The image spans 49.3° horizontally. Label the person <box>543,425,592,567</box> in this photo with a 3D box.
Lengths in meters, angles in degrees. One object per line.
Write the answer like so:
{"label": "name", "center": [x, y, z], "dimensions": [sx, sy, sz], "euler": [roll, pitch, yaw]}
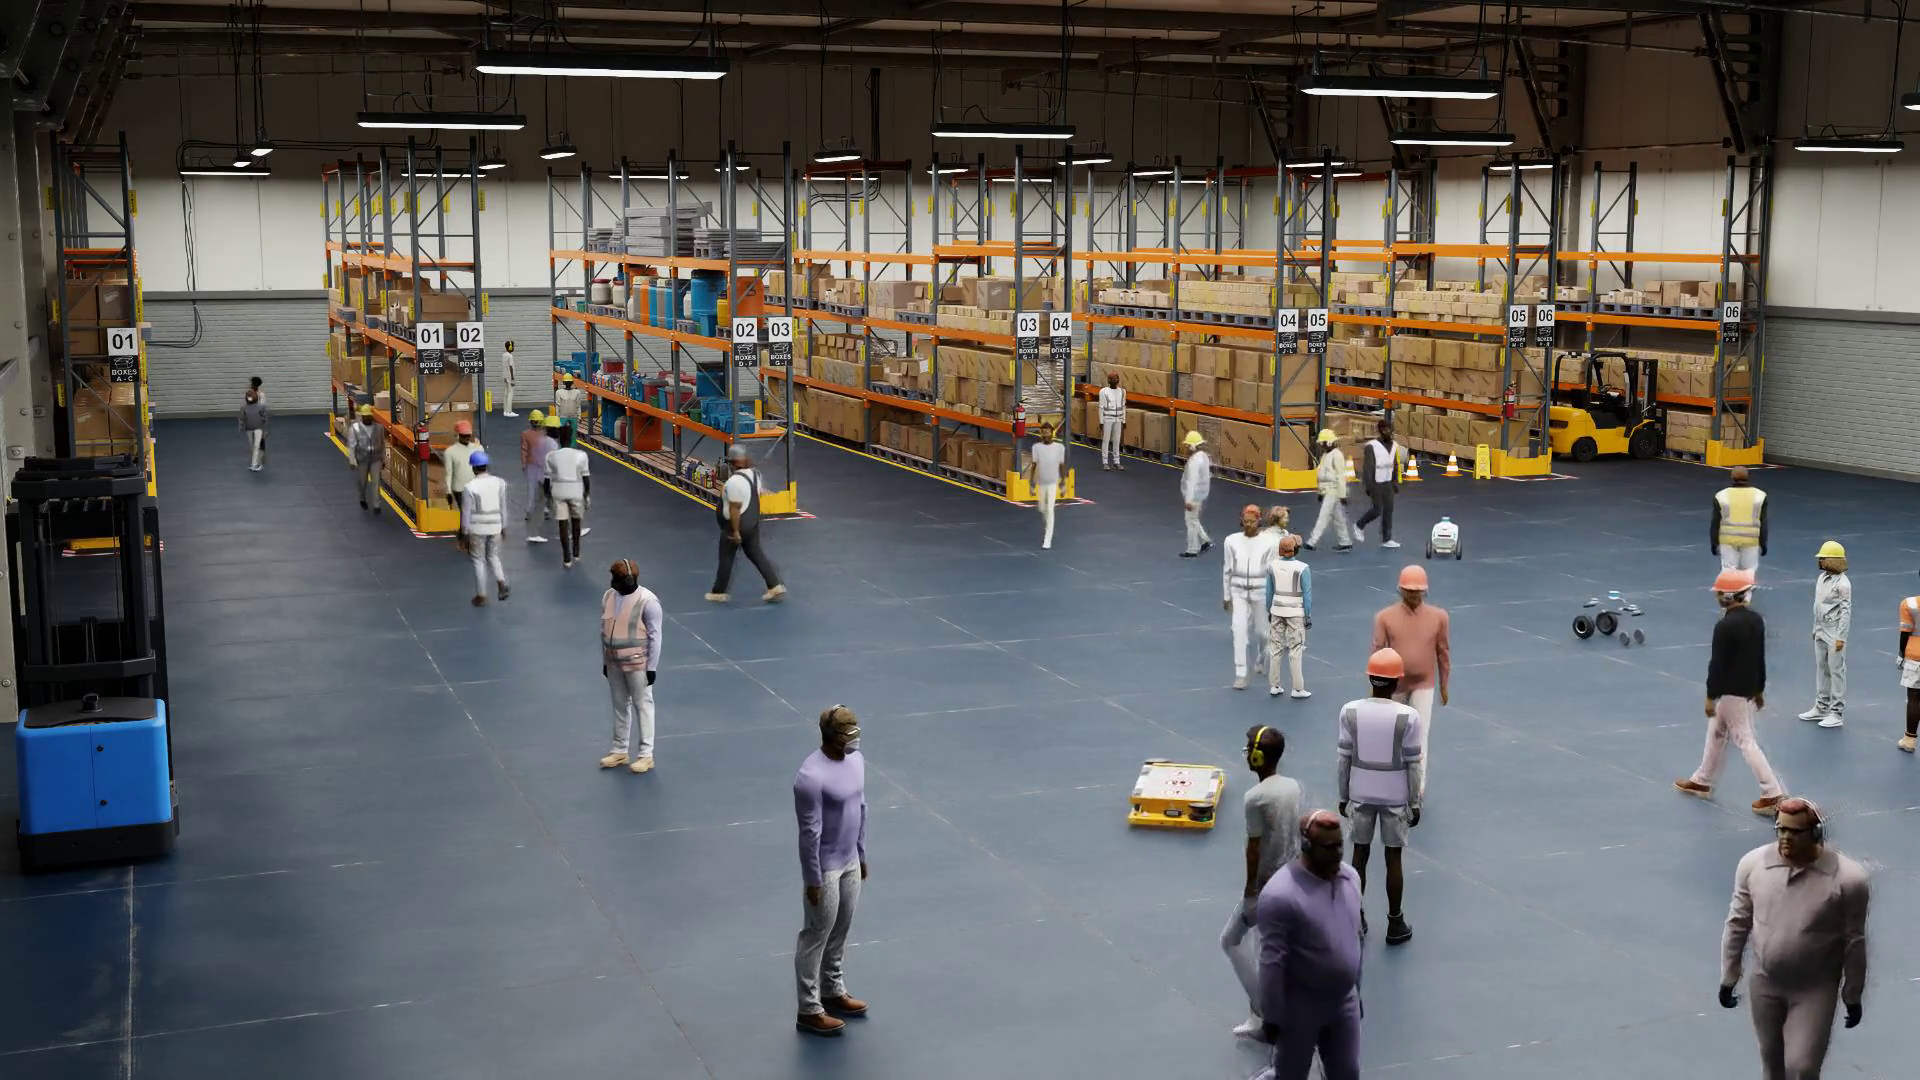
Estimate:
{"label": "person", "center": [-5.461, -0.633, 29.081], "dimensions": [0.641, 1.925, 0.871], "euler": [-2, 9, -14]}

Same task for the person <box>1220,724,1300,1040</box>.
{"label": "person", "center": [1.733, 1.971, 11.988], "dimensions": [0.472, 1.848, 0.568], "euler": [8, 12, 42]}

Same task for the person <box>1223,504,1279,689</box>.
{"label": "person", "center": [2.988, 0.548, 21.450], "dimensions": [0.591, 1.860, 0.842], "euler": [3, 9, 17]}

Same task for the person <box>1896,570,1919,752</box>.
{"label": "person", "center": [8.624, 1.046, 18.669], "dimensions": [0.529, 1.697, 0.321], "euler": [1, 9, 8]}

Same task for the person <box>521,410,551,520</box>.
{"label": "person", "center": [-6.741, -1.204, 33.456], "dimensions": [0.526, 1.765, 0.329], "euler": [-1, 9, -6]}

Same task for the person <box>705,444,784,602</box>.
{"label": "person", "center": [-2.687, -0.219, 26.110], "dimensions": [1.008, 2.000, 0.686], "euler": [4, 9, 25]}

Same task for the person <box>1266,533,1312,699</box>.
{"label": "person", "center": [3.266, 0.753, 20.813], "dimensions": [0.514, 1.642, 0.310], "euler": [7, 11, 40]}

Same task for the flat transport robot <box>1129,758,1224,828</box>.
{"label": "flat transport robot", "center": [1.763, 2.037, 16.940], "dimensions": [0.652, 0.197, 1.431], "euler": [2, 9, 10]}

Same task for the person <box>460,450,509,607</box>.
{"label": "person", "center": [-5.850, -0.140, 25.792], "dimensions": [0.631, 1.933, 0.494], "euler": [-8, 12, -43]}

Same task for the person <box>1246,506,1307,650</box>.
{"label": "person", "center": [3.444, 0.401, 23.292], "dimensions": [0.832, 1.601, 0.515], "euler": [8, 12, 44]}

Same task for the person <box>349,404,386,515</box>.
{"label": "person", "center": [-9.702, -1.344, 34.278], "dimensions": [0.602, 1.801, 0.852], "euler": [-4, 9, -25]}

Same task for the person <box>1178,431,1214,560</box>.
{"label": "person", "center": [3.284, -0.625, 29.385], "dimensions": [0.414, 1.822, 0.615], "euler": [4, 9, 24]}

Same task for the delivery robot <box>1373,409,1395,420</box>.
{"label": "delivery robot", "center": [9.837, -2.841, 48.210], "dimensions": [0.477, 0.478, 0.707], "euler": [-5, 10, -31]}

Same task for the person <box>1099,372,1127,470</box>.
{"label": "person", "center": [2.938, -2.288, 40.285], "dimensions": [0.584, 1.882, 0.347], "euler": [-4, 9, -23]}

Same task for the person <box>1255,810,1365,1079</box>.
{"label": "person", "center": [1.709, 2.220, 10.236], "dimensions": [0.663, 1.883, 0.824], "euler": [-6, 10, -34]}

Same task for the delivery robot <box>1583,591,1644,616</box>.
{"label": "delivery robot", "center": [7.415, 0.697, 23.759], "dimensions": [0.335, 0.223, 0.698], "euler": [-6, 10, -36]}

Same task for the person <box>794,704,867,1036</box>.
{"label": "person", "center": [-0.744, 1.899, 12.236], "dimensions": [0.375, 1.929, 0.625], "euler": [4, 9, 26]}

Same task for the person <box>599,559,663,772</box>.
{"label": "person", "center": [-2.853, 1.071, 18.042], "dimensions": [0.624, 1.841, 0.430], "euler": [6, 10, 34]}

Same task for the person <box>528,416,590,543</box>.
{"label": "person", "center": [-6.021, -0.905, 31.098], "dimensions": [0.975, 1.877, 0.606], "euler": [-6, 11, -37]}

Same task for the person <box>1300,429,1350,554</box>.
{"label": "person", "center": [5.217, -0.689, 29.975], "dimensions": [0.918, 1.776, 0.613], "euler": [-1, 9, -7]}

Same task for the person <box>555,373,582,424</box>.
{"label": "person", "center": [-7.787, -2.438, 41.674], "dimensions": [0.524, 1.769, 0.314], "euler": [-4, 9, -24]}

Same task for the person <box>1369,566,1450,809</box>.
{"label": "person", "center": [3.654, 1.169, 17.039], "dimensions": [0.646, 1.938, 1.050], "euler": [2, 9, 12]}

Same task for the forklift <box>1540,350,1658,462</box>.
{"label": "forklift", "center": [12.897, -2.725, 42.309], "dimensions": [2.313, 2.155, 1.214], "euler": [-3, 9, -21]}

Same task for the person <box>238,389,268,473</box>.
{"label": "person", "center": [-13.456, -2.073, 39.823], "dimensions": [0.524, 1.579, 0.869], "euler": [0, 9, 3]}

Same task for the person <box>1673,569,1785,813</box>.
{"label": "person", "center": [6.279, 1.200, 16.877], "dimensions": [0.626, 1.942, 1.029], "euler": [-8, 12, -43]}

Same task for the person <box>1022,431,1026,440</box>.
{"label": "person", "center": [1.312, -3.187, 46.262], "dimensions": [0.635, 1.884, 1.014], "euler": [-3, 9, -22]}

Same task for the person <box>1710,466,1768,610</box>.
{"label": "person", "center": [9.308, 0.024, 25.050], "dimensions": [0.658, 1.826, 0.451], "euler": [3, 9, 16]}

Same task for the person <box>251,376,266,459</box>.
{"label": "person", "center": [-14.237, -2.480, 42.294], "dimensions": [0.323, 1.671, 0.688], "euler": [-8, 12, -44]}

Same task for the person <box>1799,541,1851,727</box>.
{"label": "person", "center": [8.156, 0.874, 19.667], "dimensions": [0.311, 1.744, 0.486], "euler": [-1, 9, -7]}

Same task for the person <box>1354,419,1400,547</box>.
{"label": "person", "center": [6.120, -0.844, 30.638], "dimensions": [0.610, 1.893, 0.635], "euler": [-7, 11, -39]}

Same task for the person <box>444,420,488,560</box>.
{"label": "person", "center": [-7.024, -0.743, 29.728], "dimensions": [0.618, 1.966, 0.893], "euler": [-7, 11, -39]}

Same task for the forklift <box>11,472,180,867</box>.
{"label": "forklift", "center": [-6.630, 0.886, 15.957], "dimensions": [1.129, 2.768, 1.873], "euler": [-3, 9, -21]}

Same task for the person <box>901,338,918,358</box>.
{"label": "person", "center": [-1.123, -3.893, 50.615], "dimensions": [0.625, 2.015, 0.898], "euler": [1, 9, 6]}

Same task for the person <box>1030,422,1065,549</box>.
{"label": "person", "center": [1.297, -0.834, 30.750], "dimensions": [0.520, 1.848, 0.802], "euler": [2, 9, 14]}

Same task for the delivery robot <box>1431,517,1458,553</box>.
{"label": "delivery robot", "center": [6.902, -0.078, 29.788], "dimensions": [0.477, 0.478, 0.707], "euler": [2, 9, 15]}

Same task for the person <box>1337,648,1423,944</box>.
{"label": "person", "center": [2.759, 1.665, 13.751], "dimensions": [0.552, 1.935, 0.373], "euler": [4, 9, 24]}

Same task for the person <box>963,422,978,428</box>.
{"label": "person", "center": [0.225, -3.593, 49.001], "dimensions": [0.552, 1.894, 1.003], "euler": [-4, 9, -23]}

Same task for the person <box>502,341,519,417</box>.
{"label": "person", "center": [-11.106, -3.979, 51.647], "dimensions": [0.315, 1.860, 0.508], "euler": [-6, 10, -34]}

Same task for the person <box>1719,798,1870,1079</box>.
{"label": "person", "center": [4.063, 2.204, 10.327], "dimensions": [0.668, 1.883, 0.664], "euler": [8, 12, 42]}
